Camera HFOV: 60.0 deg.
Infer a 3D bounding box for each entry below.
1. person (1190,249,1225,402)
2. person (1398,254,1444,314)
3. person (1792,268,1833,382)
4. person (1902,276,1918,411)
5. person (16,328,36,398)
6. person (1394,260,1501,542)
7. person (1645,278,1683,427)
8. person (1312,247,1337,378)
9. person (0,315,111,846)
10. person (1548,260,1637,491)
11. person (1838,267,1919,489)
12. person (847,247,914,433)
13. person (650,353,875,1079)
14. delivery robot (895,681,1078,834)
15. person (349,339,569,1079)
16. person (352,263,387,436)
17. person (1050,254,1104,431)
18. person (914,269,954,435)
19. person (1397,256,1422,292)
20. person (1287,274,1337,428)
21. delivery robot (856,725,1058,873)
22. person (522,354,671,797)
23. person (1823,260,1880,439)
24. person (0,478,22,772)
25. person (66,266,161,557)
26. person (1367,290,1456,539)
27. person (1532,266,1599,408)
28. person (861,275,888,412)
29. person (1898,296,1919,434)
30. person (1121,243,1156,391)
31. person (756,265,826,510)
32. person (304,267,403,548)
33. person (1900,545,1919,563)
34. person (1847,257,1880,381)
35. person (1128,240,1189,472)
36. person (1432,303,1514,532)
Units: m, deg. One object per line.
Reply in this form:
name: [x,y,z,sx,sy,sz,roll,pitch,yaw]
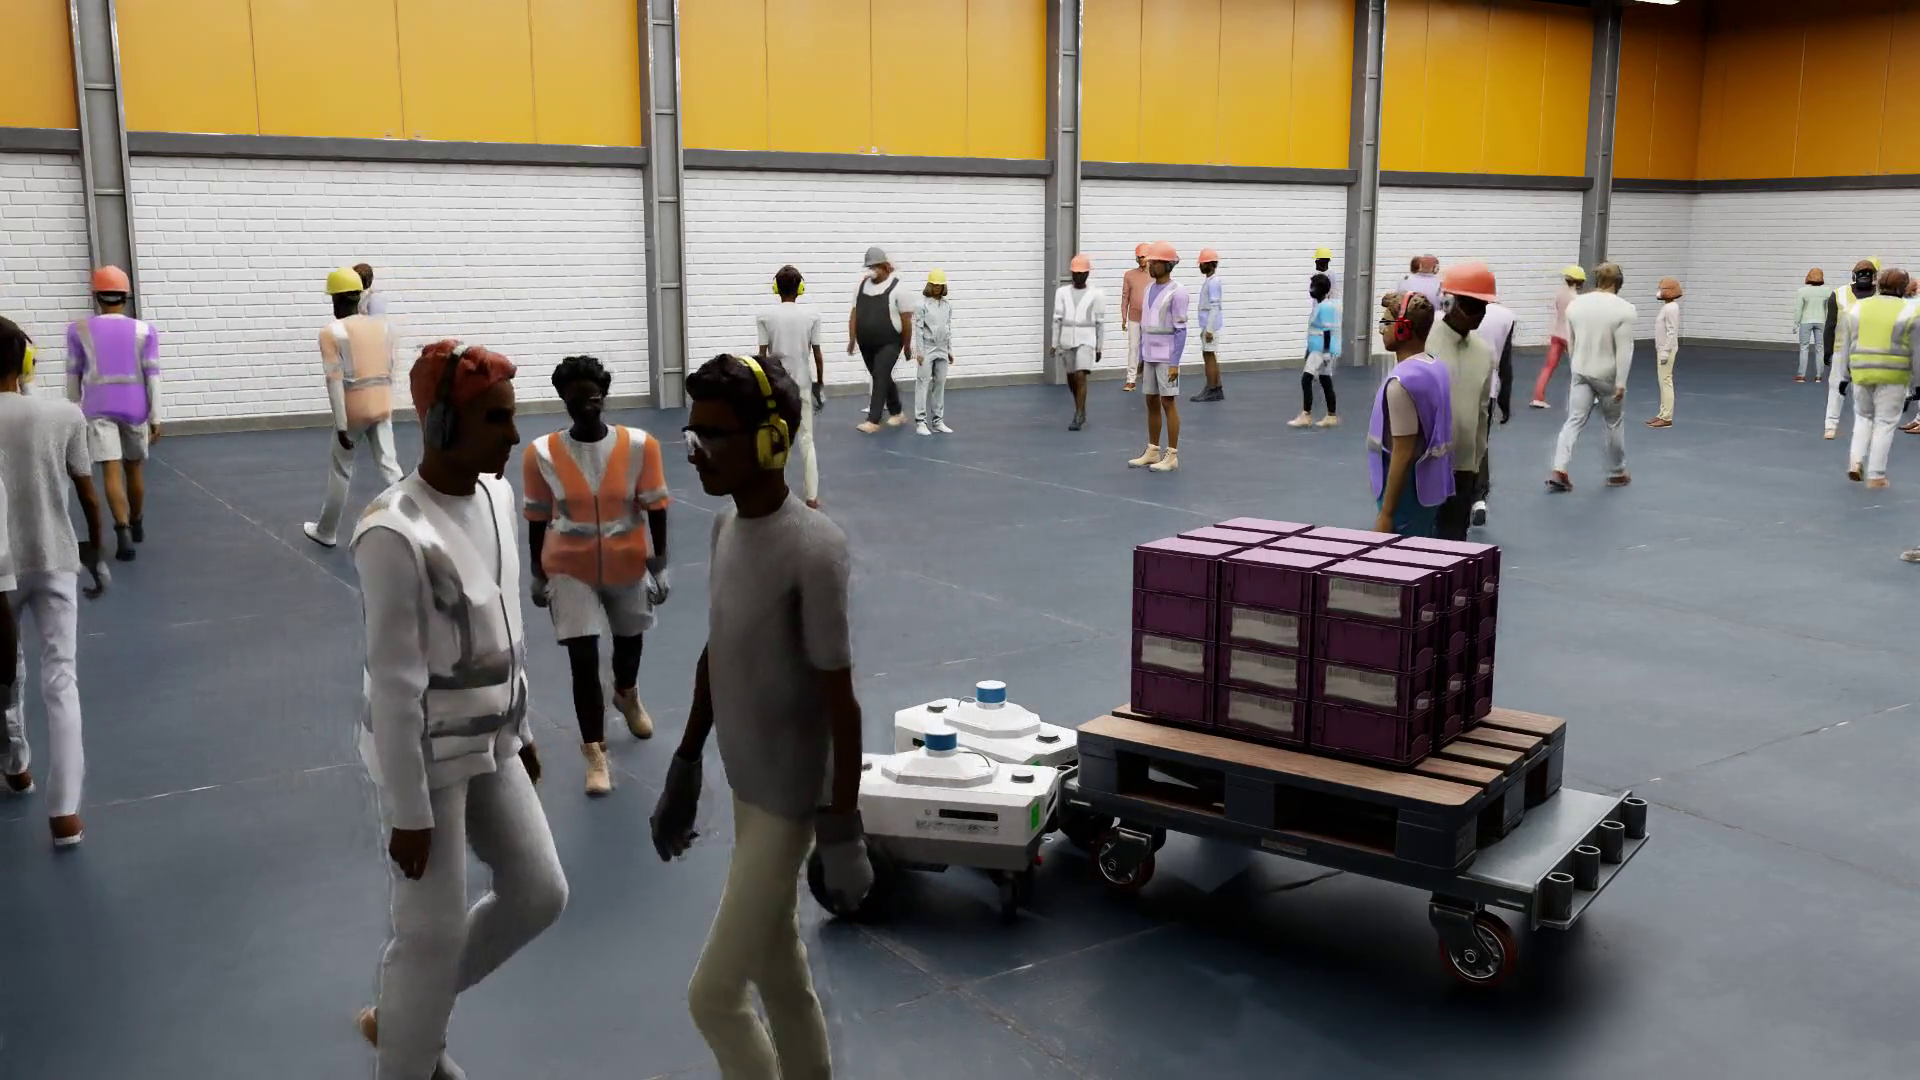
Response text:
person: [3.168,-2.703,21.036,0.506,1.932,0.565,1,10,5]
person: [5.469,-2.381,19.377,0.679,1.864,0.922,8,13,37]
person: [12.238,-3.084,23.894,0.498,1.634,0.284,2,10,10]
person: [11.274,-2.340,19.874,0.522,1.616,0.740,1,10,3]
person: [-5.880,-0.688,10.053,0.554,1.903,0.951,-6,12,-30]
person: [2.300,-0.382,8.170,0.639,1.968,0.636,-4,11,-22]
person: [7.722,-2.050,18.226,0.272,1.632,0.508,3,11,18]
person: [5.347,-3.351,24.554,0.365,1.928,0.586,-2,10,-10]
person: [-3.304,0.110,5.896,0.530,1.814,1.011,-6,12,-30]
person: [5.219,-1.343,13.653,0.983,1.899,0.629,-9,14,-41]
person: [7.623,-1.326,13.734,0.459,1.825,0.656,-8,13,-38]
person: [-0.841,-2.202,17.946,0.682,2.000,1.065,7,12,32]
person: [-0.477,0.547,3.395,0.590,1.846,0.546,-5,11,-25]
delivery robot: [0.105,0.727,5.707,0.707,0.478,0.477,10,14,43]
person: [-1.161,0.486,3.707,0.494,1.861,0.595,2,11,10]
person: [-6.197,-1.967,17.306,0.671,1.814,0.445,8,13,37]
person: [1.307,-2.168,18.157,0.545,1.904,0.932,4,11,21]
person: [-0.258,-1.980,17.552,0.486,1.740,0.313,-8,13,-39]
person: [6.590,-3.237,24.310,0.530,1.807,0.941,10,14,42]
person: [3.822,-2.046,18.082,0.685,1.666,0.546,1,10,6]
delivery robot: [-0.057,0.822,5.185,0.707,0.478,0.477,2,11,12]
person: [-1.412,0.089,6.455,0.550,1.649,0.817,-3,11,-16]
person: [9.185,-1.935,17.027,0.634,1.841,0.429,4,11,19]
person: [-2.728,0.391,4.215,0.618,1.877,1.045,-8,13,-37]
person: [-5.560,-0.854,10.979,0.554,1.893,0.985,-6,12,-31]
person: [1.959,-0.160,7.285,0.384,1.845,0.569,6,12,28]
person: [7.381,-2.439,20.136,0.930,1.719,0.540,-3,11,-18]
person: [-1.008,-2.334,19.769,0.306,1.639,0.523,3,11,16]
person: [10.242,-2.069,17.609,0.401,1.901,0.640,4,11,22]
person: [2.470,-3.000,22.447,0.615,1.994,0.381,3,11,16]
person: [-1.284,-1.138,12.582,0.534,1.868,0.309,-2,10,-9]
person: [-3.966,-0.840,10.925,1.002,1.872,0.592,7,13,35]
person: [6.500,-0.752,10.530,0.823,1.853,0.582,-2,11,-10]
person: [13.160,-3.212,24.190,0.909,1.791,0.593,-9,14,-41]
person: [1.770,-1.628,14.779,0.364,2.048,0.608,-6,12,-29]
person: [3.568,-0.990,11.731,0.614,1.878,0.458,0,10,-2]
